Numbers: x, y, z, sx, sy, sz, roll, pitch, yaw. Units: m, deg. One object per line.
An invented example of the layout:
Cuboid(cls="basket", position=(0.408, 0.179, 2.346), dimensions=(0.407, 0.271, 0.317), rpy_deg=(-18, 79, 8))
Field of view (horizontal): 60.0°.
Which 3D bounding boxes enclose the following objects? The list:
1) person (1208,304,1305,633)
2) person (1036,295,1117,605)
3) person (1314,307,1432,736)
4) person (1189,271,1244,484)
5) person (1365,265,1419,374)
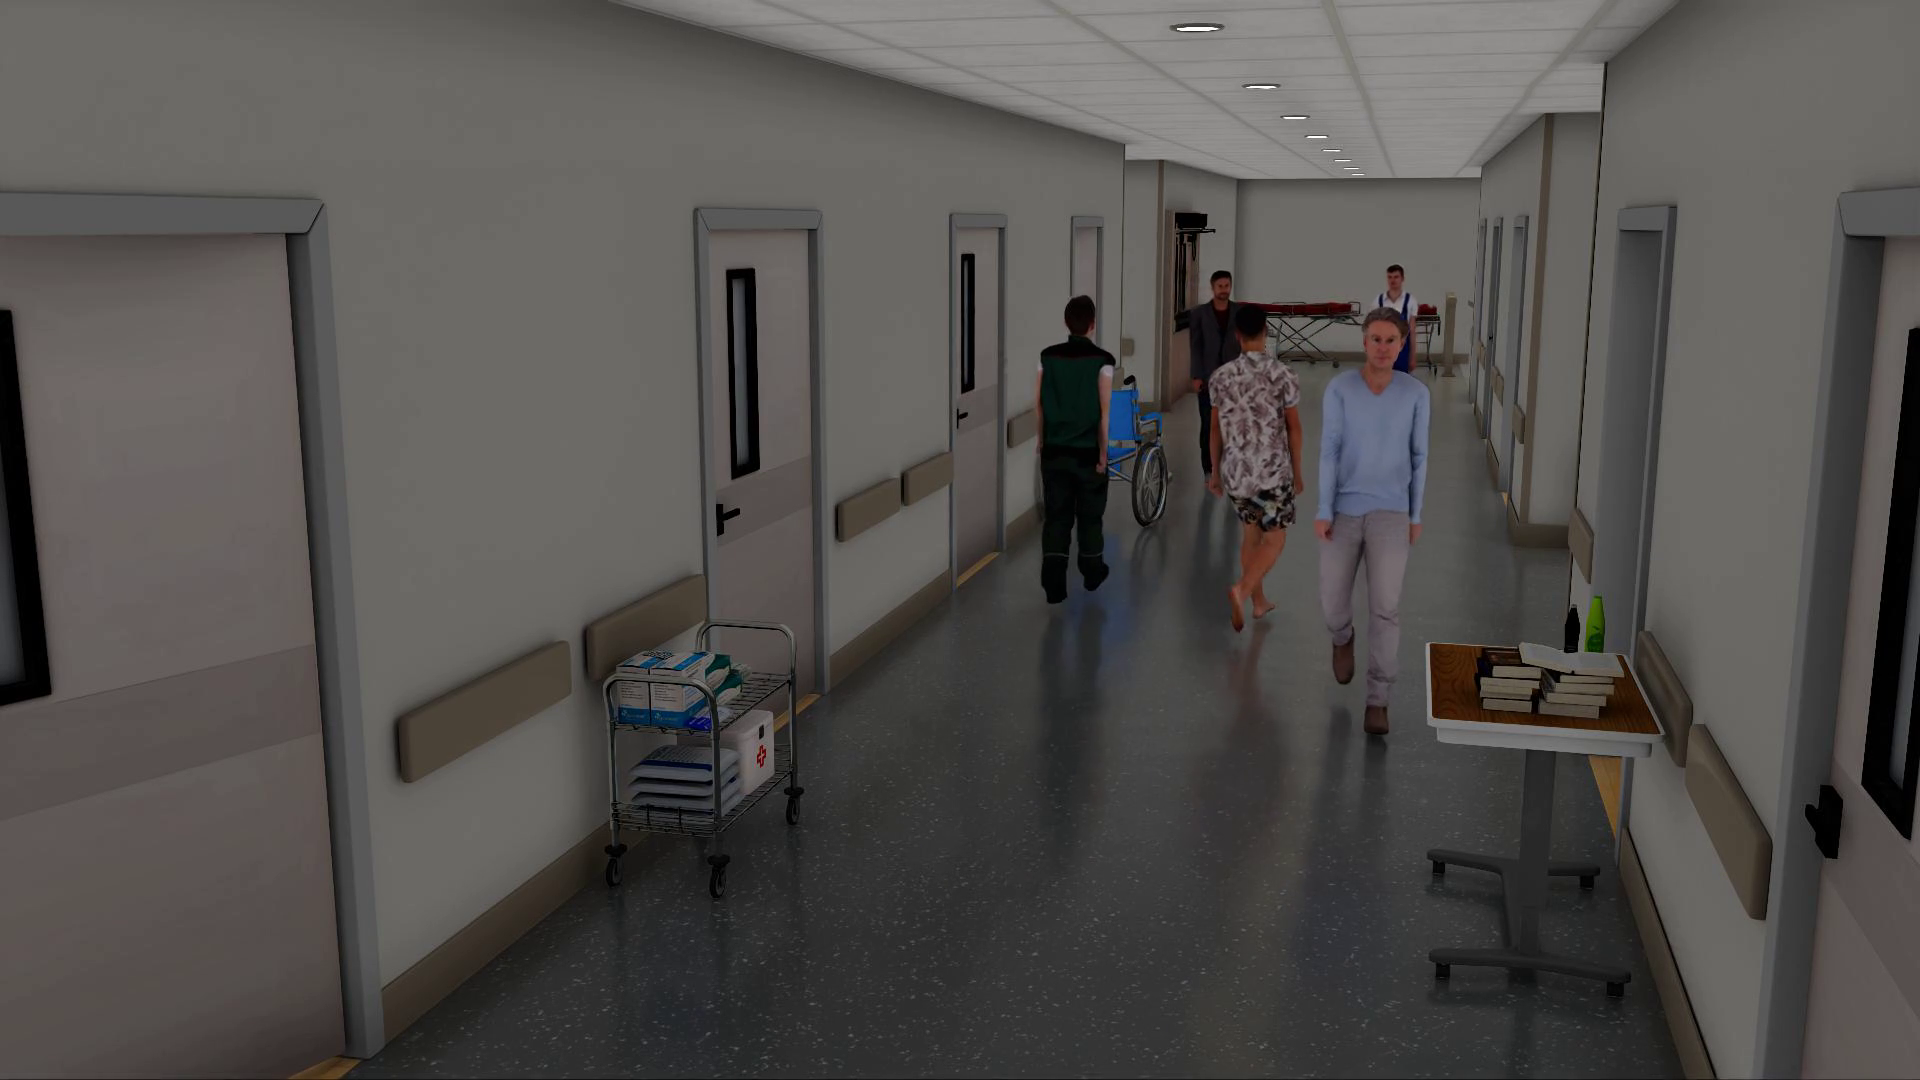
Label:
Cuboid(cls="person", position=(1.618, -0.374, 9.207), dimensions=(0.880, 1.784, 1.124), rpy_deg=(7, 13, 32))
Cuboid(cls="person", position=(0.640, -0.489, 9.757), dimensions=(0.722, 1.801, 1.141), rpy_deg=(4, 11, 20))
Cuboid(cls="person", position=(1.839, -0.107, 7.584), dimensions=(0.638, 1.864, 1.153), rpy_deg=(3, 11, 13))
Cuboid(cls="person", position=(2.206, -1.380, 14.345), dimensions=(0.821, 1.845, 0.984), rpy_deg=(0, 11, 0))
Cuboid(cls="person", position=(4.517, -1.929, 17.309), dimensions=(0.748, 1.819, 1.095), rpy_deg=(5, 12, 23))
